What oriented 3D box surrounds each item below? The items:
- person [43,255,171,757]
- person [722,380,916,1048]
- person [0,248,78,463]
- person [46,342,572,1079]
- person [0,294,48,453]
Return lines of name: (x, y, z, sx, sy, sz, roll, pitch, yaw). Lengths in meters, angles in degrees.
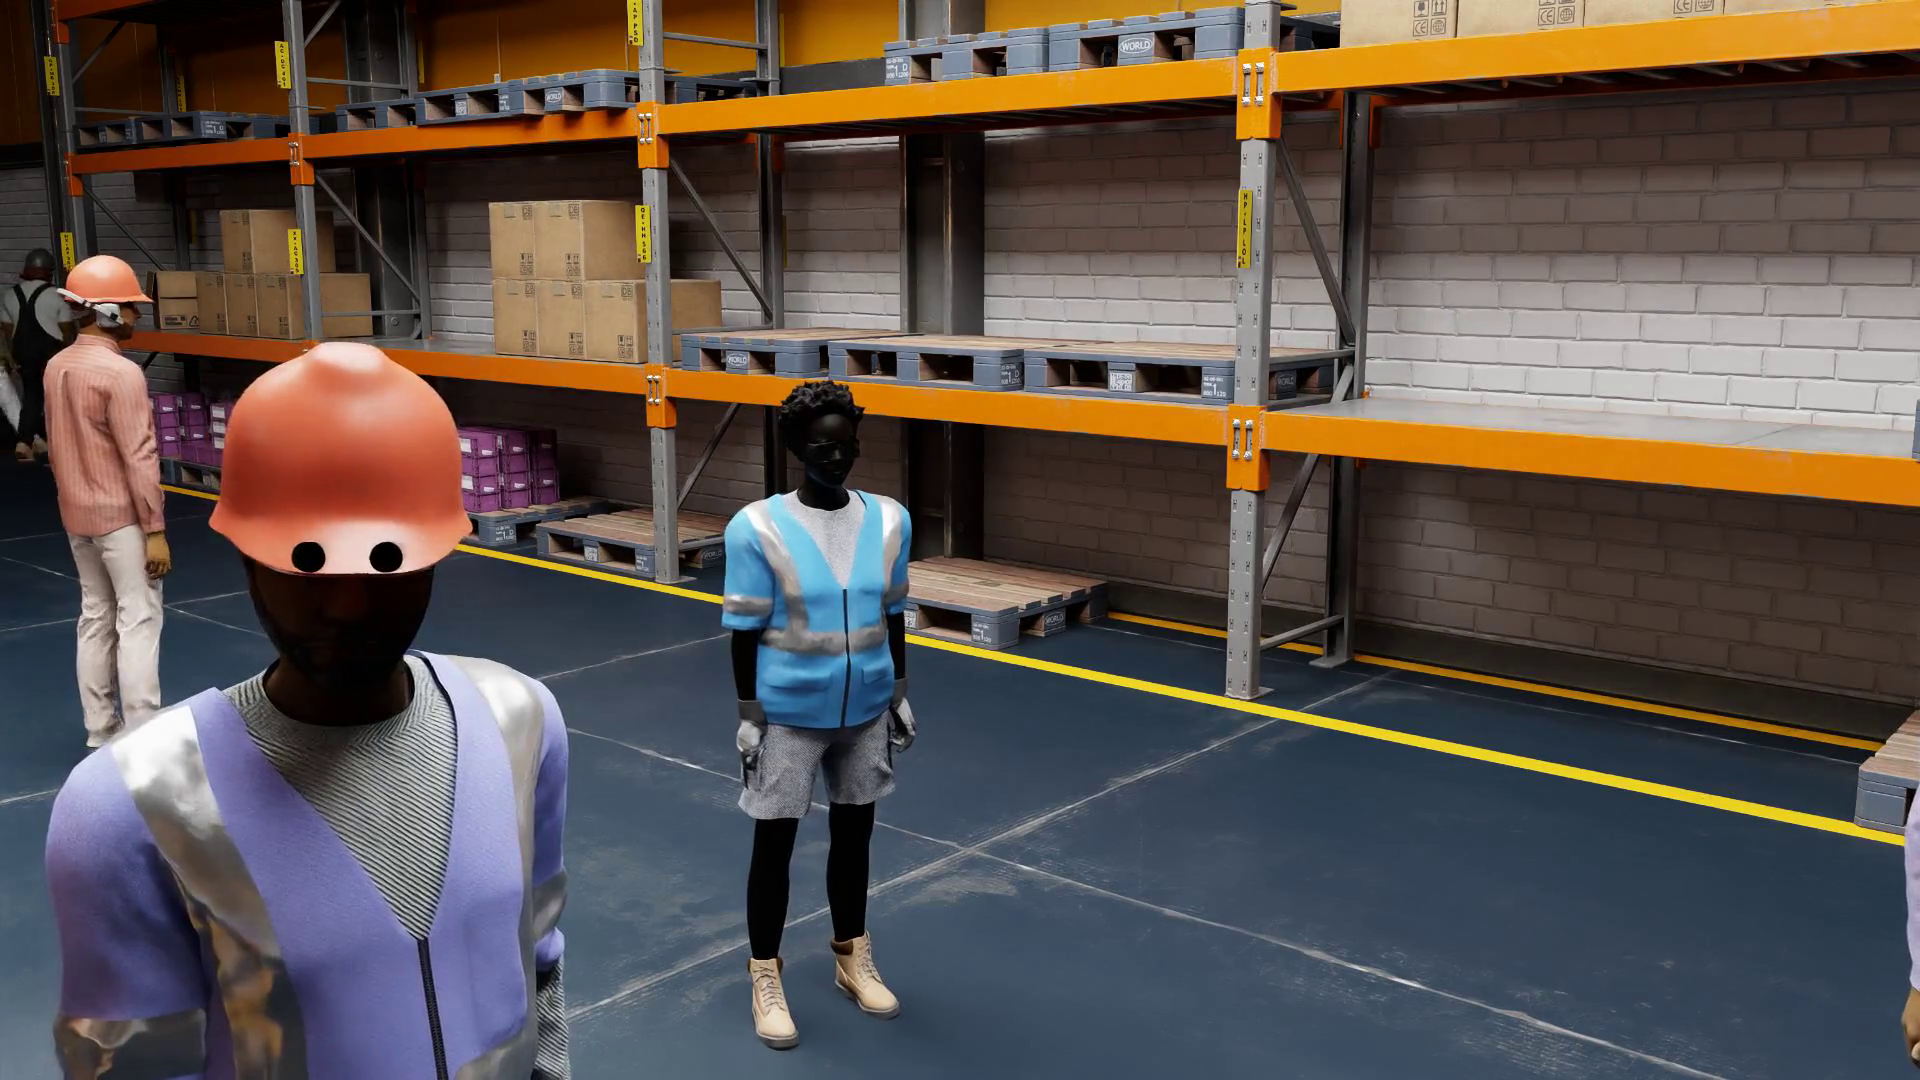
person: (-3.227, -0.080, 6.379, 0.633, 1.992, 0.396, 7, 12, 34)
person: (-0.353, 0.434, 4.284, 0.536, 1.697, 0.322, -6, 11, -30)
person: (-8.659, -1.755, 15.773, 0.690, 2.000, 0.597, 1, 10, 6)
person: (-0.596, 0.765, 1.728, 0.368, 1.933, 0.552, 8, 13, 39)
person: (-9.496, -1.714, 16.293, 0.995, 1.792, 0.634, -5, 11, -28)
